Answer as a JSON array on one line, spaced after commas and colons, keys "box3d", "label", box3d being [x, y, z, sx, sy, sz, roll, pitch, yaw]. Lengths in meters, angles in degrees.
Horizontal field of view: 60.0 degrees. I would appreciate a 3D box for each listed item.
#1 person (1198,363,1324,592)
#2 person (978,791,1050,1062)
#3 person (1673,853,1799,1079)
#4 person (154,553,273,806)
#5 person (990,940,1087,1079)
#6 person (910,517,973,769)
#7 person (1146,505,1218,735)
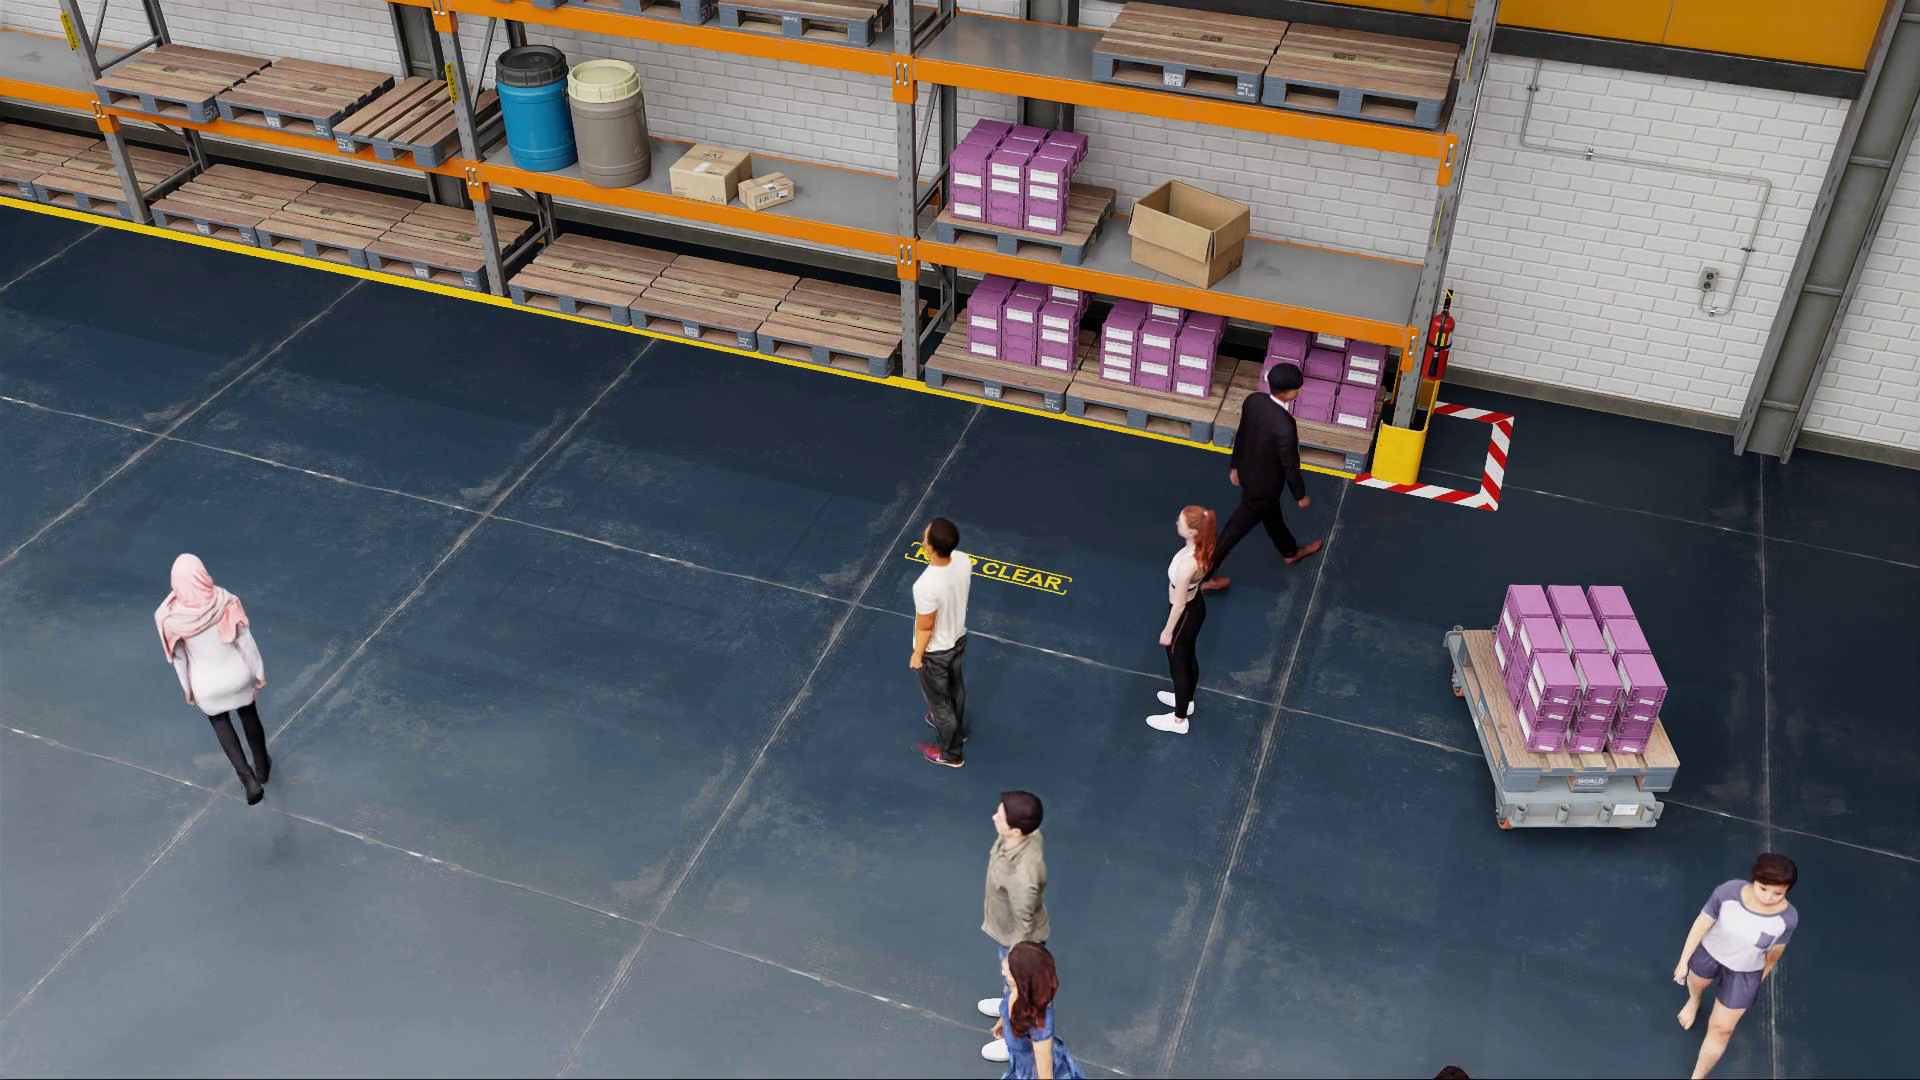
[{"box3d": [1.931, -0.333, 11.242, 1.328, 1.778, 1.173, -11, 40, -14], "label": "person"}, {"box3d": [0.300, 1.931, 8.339, 0.722, 1.864, 0.777, -1, 39, -1], "label": "person"}, {"box3d": [3.891, 2.083, 8.424, 1.004, 1.519, 0.812, 24, 44, 27], "label": "person"}, {"box3d": [-4.302, 0.863, 9.734, 0.928, 1.792, 1.000, -18, 42, -21], "label": "person"}, {"box3d": [0.413, 2.481, 7.734, 1.172, 1.759, 0.923, -2, 39, -3], "label": "person"}, {"box3d": [-0.098, 0.607, 10.038, 0.759, 1.812, 0.723, 23, 44, 26], "label": "person"}, {"box3d": [1.395, 0.479, 10.257, 0.539, 1.740, 0.596, 16, 41, 19], "label": "person"}]
